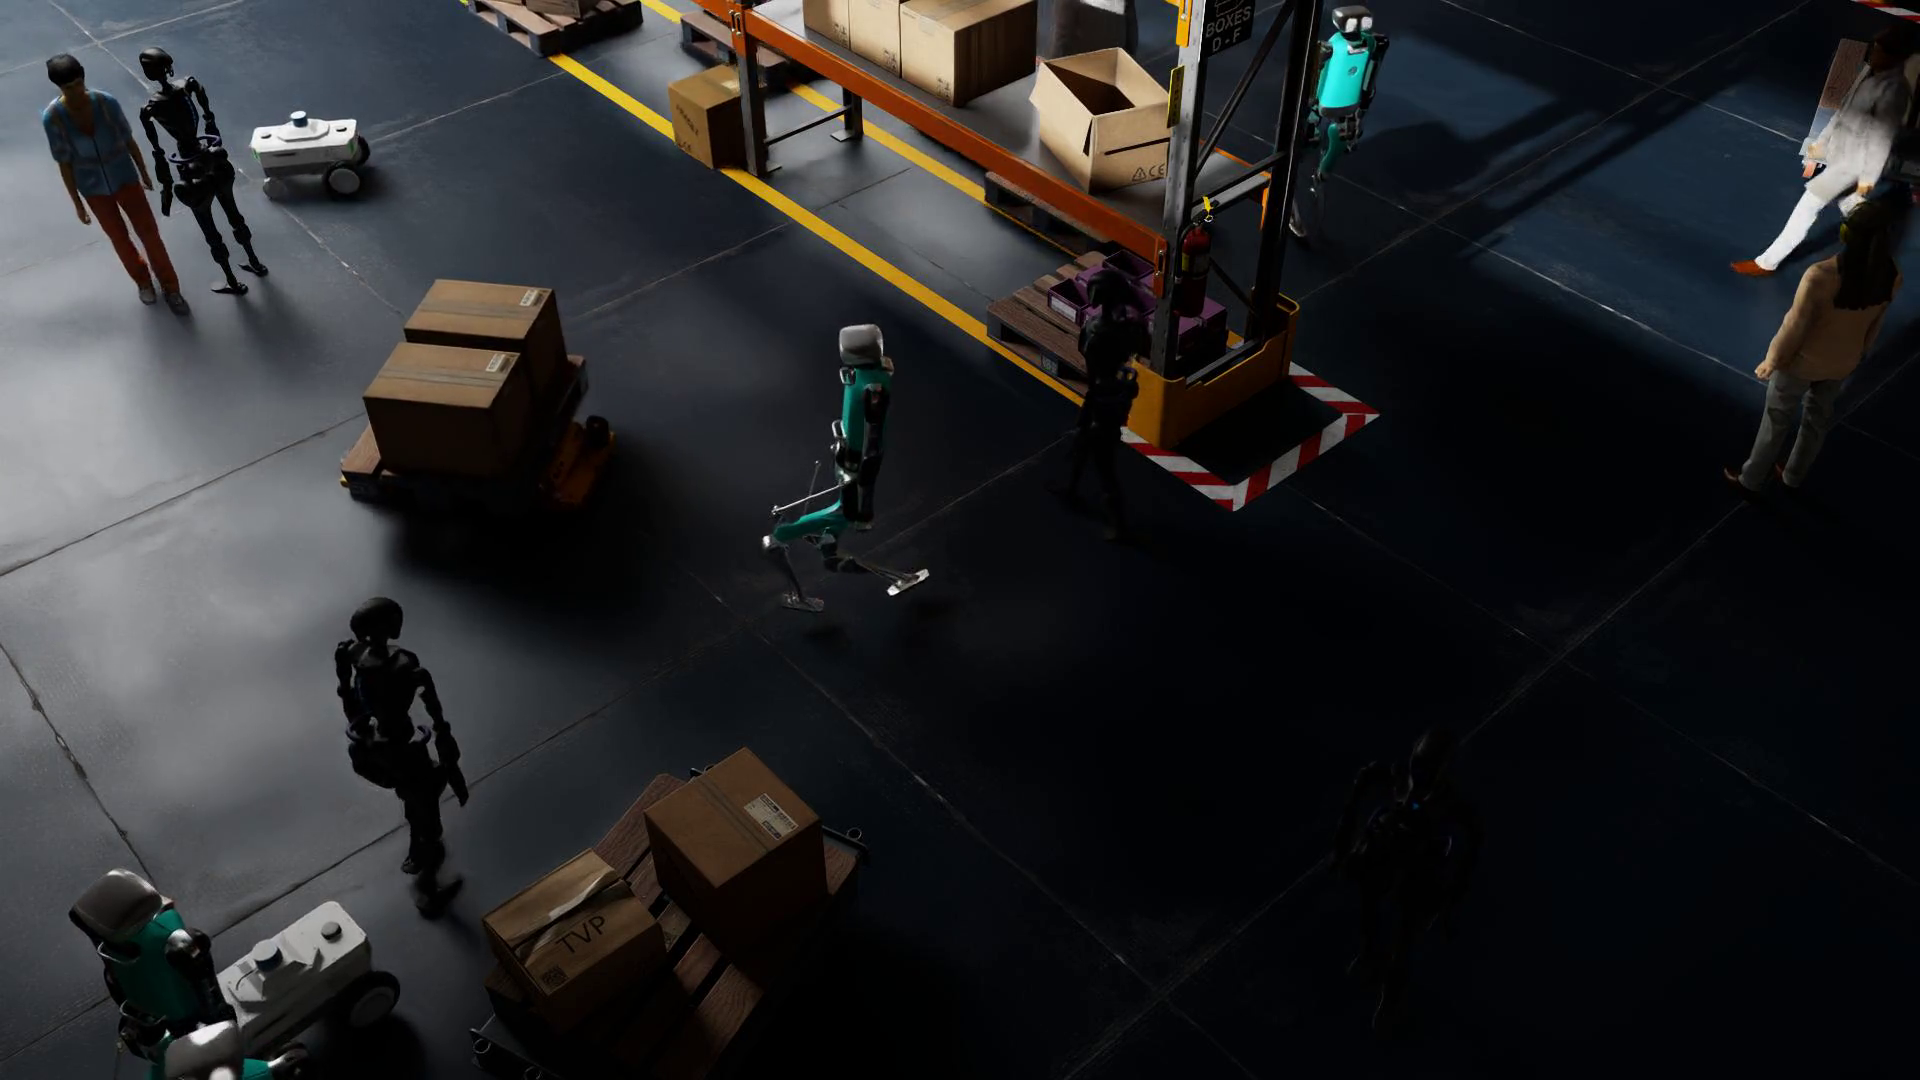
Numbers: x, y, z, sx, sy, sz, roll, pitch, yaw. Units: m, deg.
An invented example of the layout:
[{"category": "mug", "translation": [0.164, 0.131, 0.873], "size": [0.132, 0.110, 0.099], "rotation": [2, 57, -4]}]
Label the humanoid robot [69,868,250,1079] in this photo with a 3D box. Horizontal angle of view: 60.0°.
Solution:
[{"category": "humanoid robot", "translation": [-2.849, 1.919, 5.876], "size": [0.530, 1.732, 0.691], "rotation": [16, 45, 17]}]

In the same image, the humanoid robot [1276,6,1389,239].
[{"category": "humanoid robot", "translation": [2.351, -2.731, 11.054], "size": [0.539, 1.875, 0.731], "rotation": [-13, 44, -14]}]

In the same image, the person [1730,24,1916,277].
[{"category": "person", "translation": [5.732, -2.456, 10.653], "size": [0.967, 1.786, 0.507], "rotation": [9, 43, 10]}]

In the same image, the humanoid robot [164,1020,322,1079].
[{"category": "humanoid robot", "translation": [-2.378, 2.083, 5.765], "size": [0.544, 1.814, 0.707], "rotation": [-22, 47, -22]}]

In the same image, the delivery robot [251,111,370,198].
[{"category": "delivery robot", "translation": [-4.651, -2.779, 11.897], "size": [0.774, 0.581, 0.499], "rotation": [-7, 43, -8]}]

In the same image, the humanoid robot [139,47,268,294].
[{"category": "humanoid robot", "translation": [-4.868, -2.352, 10.603], "size": [0.315, 1.657, 0.599], "rotation": [15, 45, 16]}]

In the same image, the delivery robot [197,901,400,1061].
[{"category": "delivery robot", "translation": [-2.770, 1.845, 6.874], "size": [0.505, 0.592, 0.763], "rotation": [33, 52, 31]}]

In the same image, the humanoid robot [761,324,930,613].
[{"category": "humanoid robot", "translation": [-0.675, -0.278, 8.329], "size": [1.043, 1.737, 0.564], "rotation": [-7, 43, -8]}]

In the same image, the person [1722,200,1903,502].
[{"category": "person", "translation": [4.622, -0.973, 8.969], "size": [0.553, 1.876, 0.409], "rotation": [-4, 43, -4]}]

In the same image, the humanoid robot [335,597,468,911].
[{"category": "humanoid robot", "translation": [-2.393, 0.913, 7.064], "size": [0.589, 1.634, 0.417], "rotation": [16, 45, 17]}]

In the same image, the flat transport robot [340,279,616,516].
[{"category": "flat transport robot", "translation": [-2.786, -0.496, 9.635], "size": [1.431, 0.231, 0.659], "rotation": [6, 43, 6]}]

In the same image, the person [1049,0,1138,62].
[{"category": "person", "translation": [0.914, -3.320, 11.527], "size": [0.647, 1.869, 0.960], "rotation": [-28, 50, -27]}]

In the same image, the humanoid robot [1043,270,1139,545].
[{"category": "humanoid robot", "translation": [0.719, -0.708, 8.837], "size": [0.637, 1.641, 0.601], "rotation": [15, 45, 16]}]

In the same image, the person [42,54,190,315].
[{"category": "person", "translation": [-5.294, -2.176, 10.371], "size": [0.486, 1.747, 0.680], "rotation": [-21, 47, -21]}]

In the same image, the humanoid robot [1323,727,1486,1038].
[{"category": "humanoid robot", "translation": [1.751, 1.316, 6.625], "size": [0.589, 1.643, 0.453], "rotation": [22, 47, 22]}]
